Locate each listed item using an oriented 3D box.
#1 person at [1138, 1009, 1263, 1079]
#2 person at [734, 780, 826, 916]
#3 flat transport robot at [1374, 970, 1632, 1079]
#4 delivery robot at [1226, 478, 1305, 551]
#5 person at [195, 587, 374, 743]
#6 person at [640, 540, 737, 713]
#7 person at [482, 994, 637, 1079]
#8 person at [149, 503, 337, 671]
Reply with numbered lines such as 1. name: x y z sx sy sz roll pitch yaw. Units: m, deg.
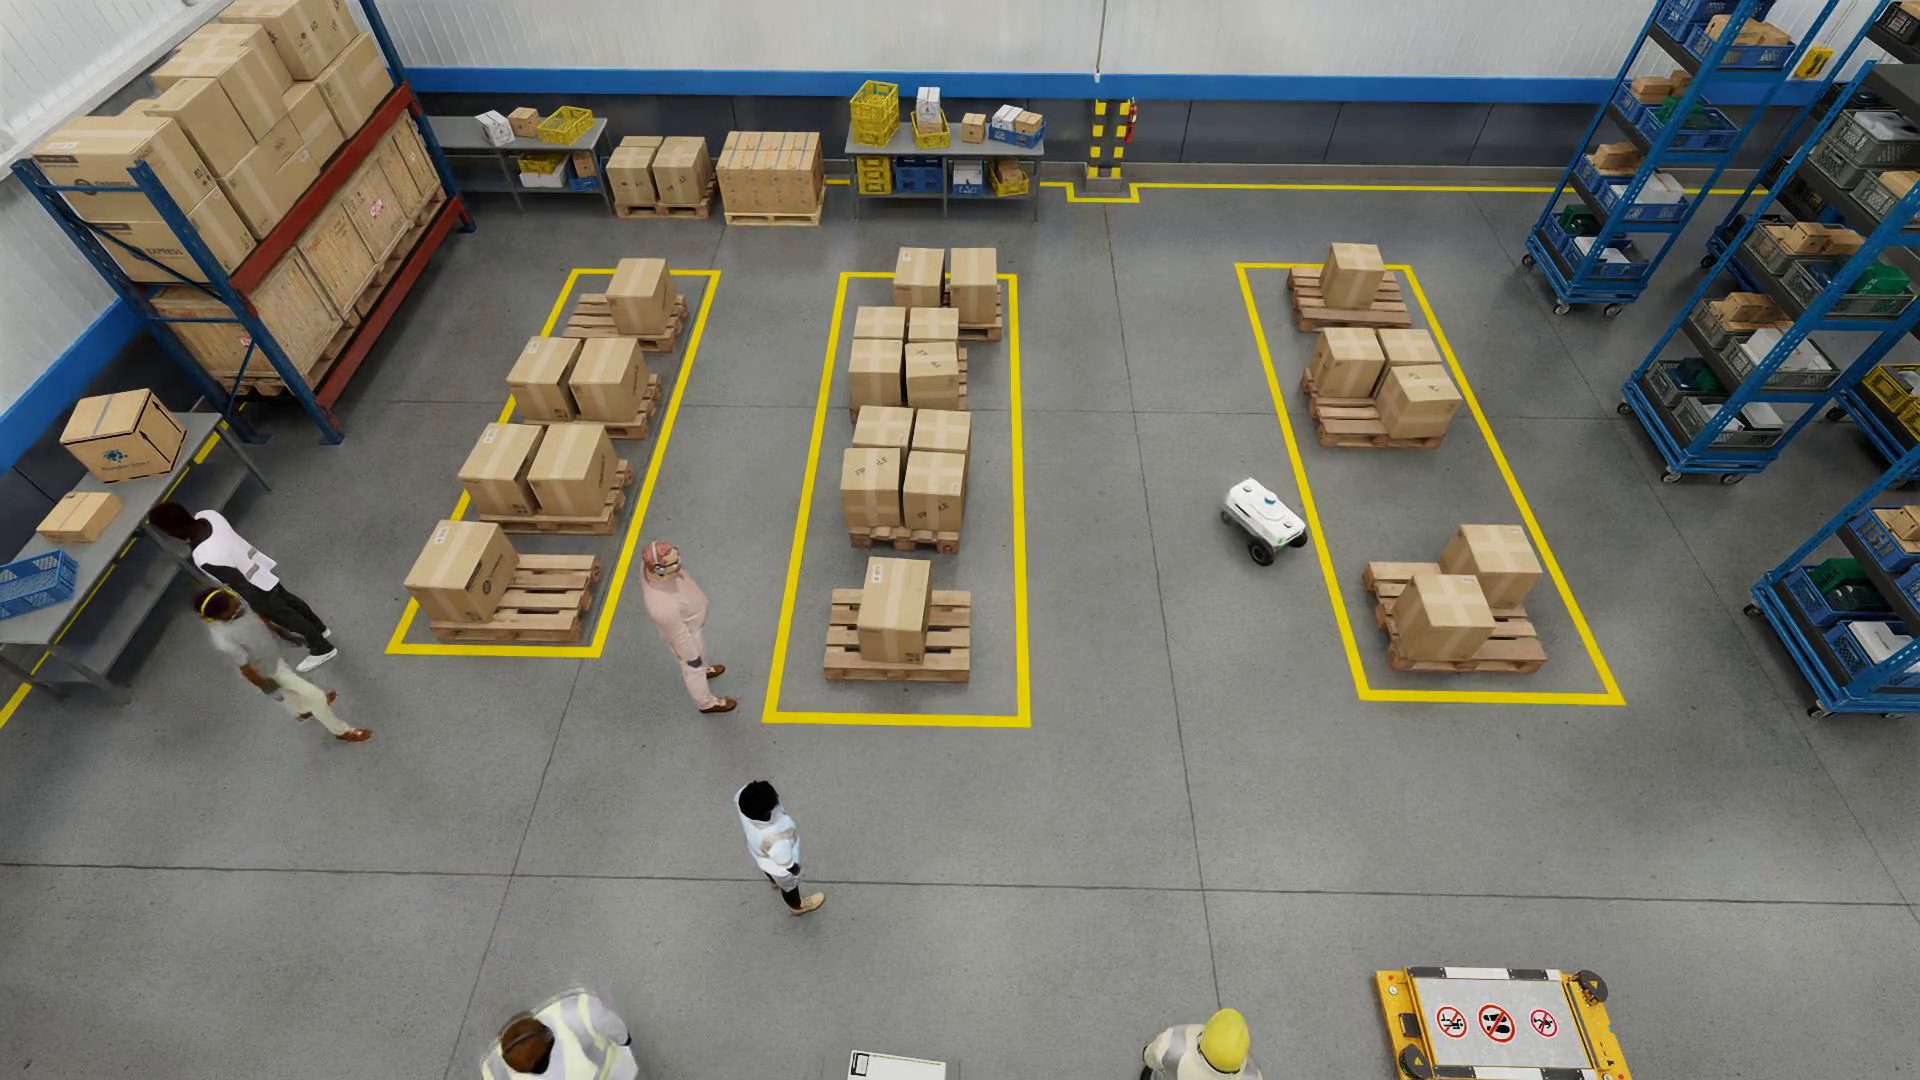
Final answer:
1. person: 1.297 2.944 5.067 0.587 1.834 0.403 18 53 14
2. person: -1.184 1.988 5.933 0.316 1.696 0.541 -33 58 -24
3. flat transport robot: 3.501 3.133 5.914 1.431 0.197 0.652 1 51 1
4. delivery robot: 2.800 -0.241 8.425 0.477 0.478 0.707 -27 56 -20
5. person: -5.020 0.915 6.729 0.593 1.830 0.655 -23 55 -18
6. person: -2.055 0.643 6.897 0.399 1.908 0.643 -17 53 -14
7. person: -2.161 2.889 5.119 0.630 1.829 0.578 -30 57 -22
8. person: -5.501 0.345 7.136 0.398 1.912 0.590 -25 55 -19
